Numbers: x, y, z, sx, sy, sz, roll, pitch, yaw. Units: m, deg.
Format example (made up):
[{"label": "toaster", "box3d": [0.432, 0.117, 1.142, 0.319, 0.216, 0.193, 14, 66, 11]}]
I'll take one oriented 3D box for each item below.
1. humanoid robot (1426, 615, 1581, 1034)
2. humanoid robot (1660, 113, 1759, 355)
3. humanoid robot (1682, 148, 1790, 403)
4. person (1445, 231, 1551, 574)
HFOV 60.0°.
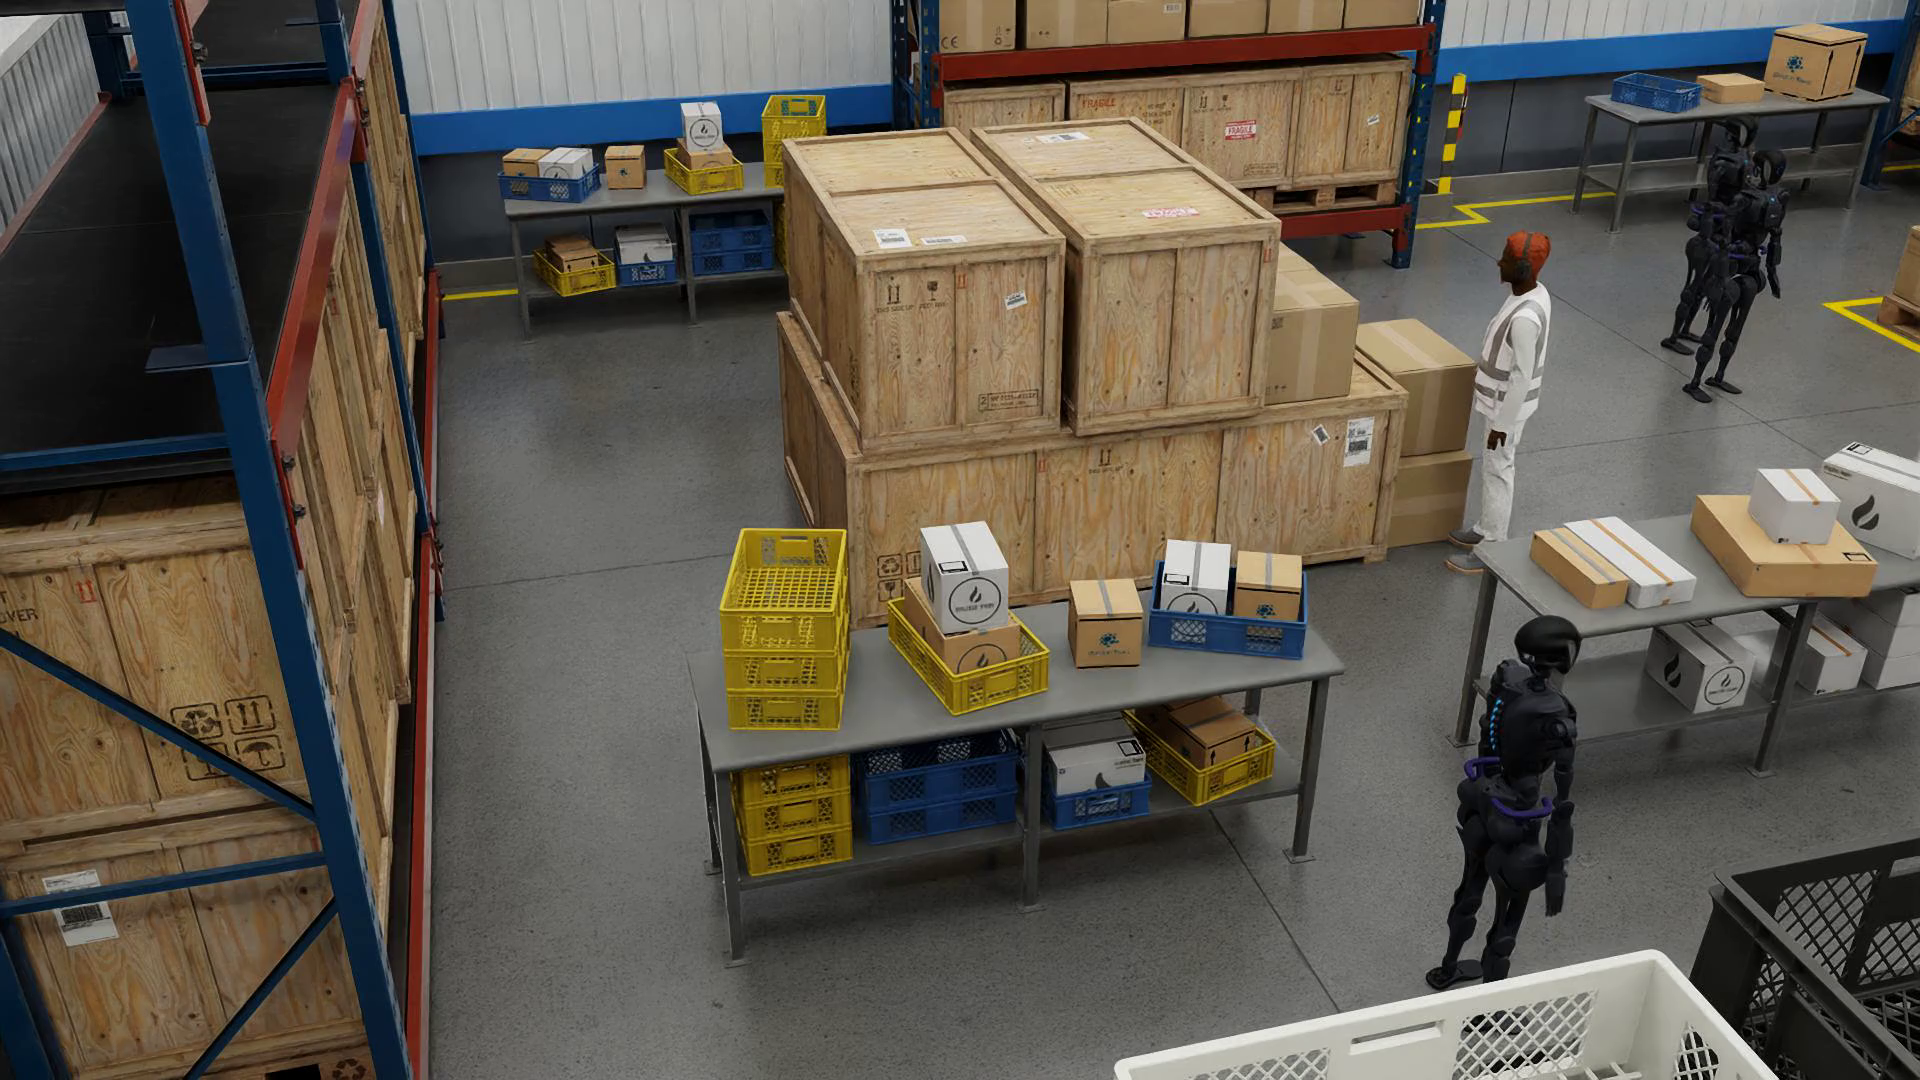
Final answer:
[{"label": "humanoid robot", "box3d": [1.947, 0.987, 5.847, 0.327, 1.660, 0.589, -7, 30, -12]}, {"label": "humanoid robot", "box3d": [5.216, -2.123, 11.495, 0.325, 1.657, 0.596, 25, 38, 38]}, {"label": "humanoid robot", "box3d": [5.059, -1.710, 10.746, 0.592, 1.657, 0.326, -14, 32, -24]}, {"label": "person", "box3d": [2.849, -0.707, 8.726, 0.344, 1.882, 0.585, 9, 30, 16]}]
